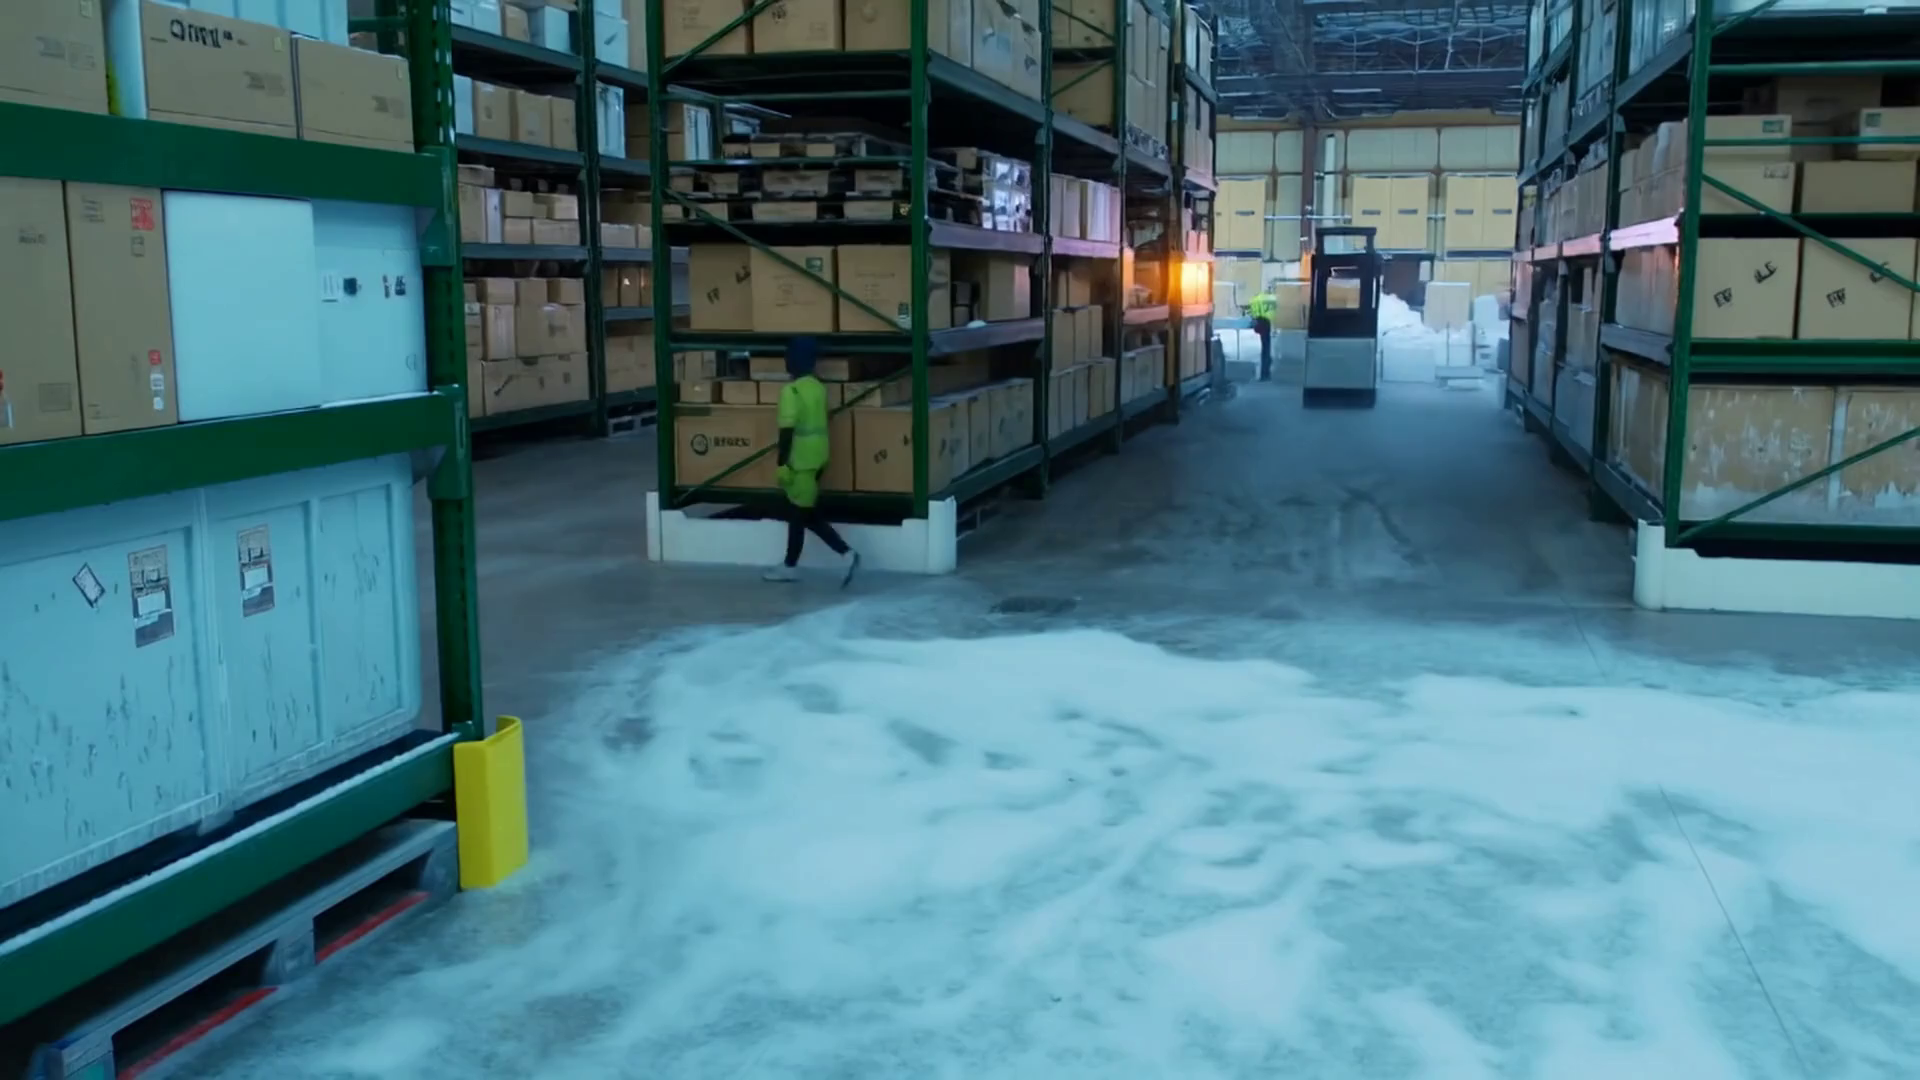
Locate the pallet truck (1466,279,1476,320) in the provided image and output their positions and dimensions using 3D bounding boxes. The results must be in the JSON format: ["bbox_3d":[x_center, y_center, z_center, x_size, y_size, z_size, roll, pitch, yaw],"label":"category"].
[{"bbox_3d":[18.896,-8.459,60.307,1.885,1.965,0.823,5,10,31],"label":"pallet truck"}]

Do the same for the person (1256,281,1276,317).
[{"bbox_3d":[7.910,-5.665,42.746,0.627,1.940,0.372,2,9,15],"label":"person"}]

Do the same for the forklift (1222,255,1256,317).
[{"bbox_3d":[9.336,-8.492,57.723,1.873,2.768,1.129,0,9,-3],"label":"forklift"}]

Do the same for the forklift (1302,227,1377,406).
[{"bbox_3d":[6.101,-3.577,26.497,1.129,2.768,1.873,2,9,15],"label":"forklift"}]

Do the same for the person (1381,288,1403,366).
[{"bbox_3d":[9.580,-4.684,36.936,0.446,1.816,0.674,-8,12,-42],"label":"person"}]

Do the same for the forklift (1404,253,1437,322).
[{"bbox_3d":[14.923,-7.899,53.958,1.129,2.768,1.873,-2,9,-11],"label":"forklift"}]

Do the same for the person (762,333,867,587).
[{"bbox_3d":[-0.952,-0.507,10.828,0.740,1.675,0.537,3,9,16],"label":"person"}]
